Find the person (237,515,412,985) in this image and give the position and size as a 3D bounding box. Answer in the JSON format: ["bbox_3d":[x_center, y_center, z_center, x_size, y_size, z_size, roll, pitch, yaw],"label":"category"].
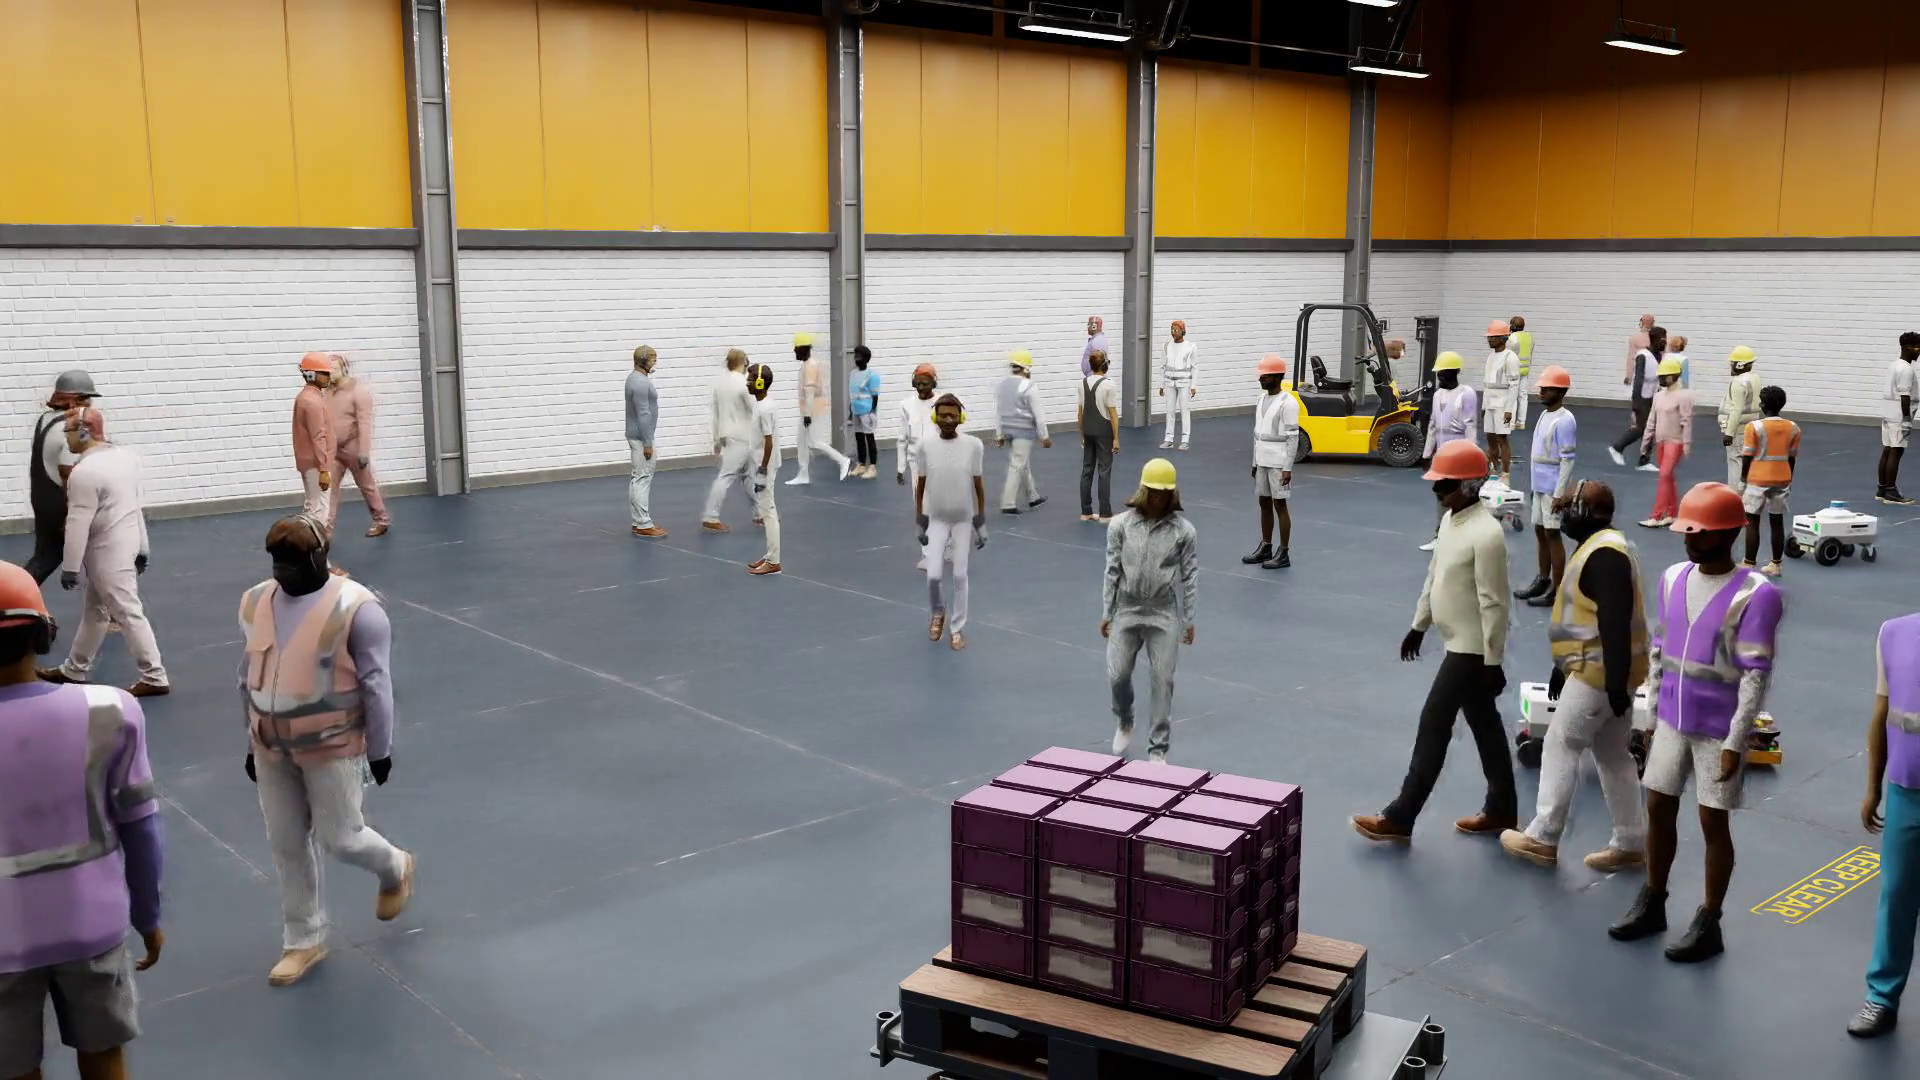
[{"bbox_3d":[-2.532,0.789,6.605,0.631,1.825,0.650,2,10,14],"label":"person"}]

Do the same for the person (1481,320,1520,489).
[{"bbox_3d":[6.474,-1.627,20.108,0.391,2.040,0.615,-2,10,-13],"label":"person"}]

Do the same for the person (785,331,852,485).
[{"bbox_3d":[-1.760,-1.610,20.411,0.737,1.903,0.600,-2,10,-13],"label":"person"}]

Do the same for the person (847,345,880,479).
[{"bbox_3d":[-1.231,-1.625,21.106,0.317,1.695,0.538,-8,13,-40],"label":"person"}]

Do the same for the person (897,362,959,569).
[{"bbox_3d":[-0.282,-0.659,14.940,0.604,1.867,0.430,4,11,23],"label":"person"}]

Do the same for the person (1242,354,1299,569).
[{"bbox_3d":[2.802,-0.707,15.025,0.371,1.935,0.551,-5,11,-25],"label":"person"}]

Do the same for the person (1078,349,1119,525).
[{"bbox_3d":[1.462,-1.080,17.479,0.507,1.847,0.345,9,13,42],"label":"person"}]

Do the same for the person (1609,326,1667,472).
[{"bbox_3d":[8.936,-1.854,21.823,0.626,1.907,0.564,-8,12,-37],"label":"person"}]

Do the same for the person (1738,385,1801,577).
[{"bbox_3d":[7.066,-0.506,14.562,0.533,1.694,0.317,-2,10,-12],"label":"person"}]

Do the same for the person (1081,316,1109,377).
[{"bbox_3d":[2.040,-2.445,25.295,0.409,1.907,0.651,2,10,10],"label":"person"}]

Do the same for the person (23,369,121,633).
[{"bbox_3d":[-6.643,-0.278,12.211,0.686,2.000,0.946,8,12,38],"label":"person"}]

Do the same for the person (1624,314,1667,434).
[{"bbox_3d":[10.794,-2.612,26.270,0.652,1.906,0.402,-2,10,-9],"label":"person"}]

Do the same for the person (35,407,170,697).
[{"bbox_3d":[-5.541,0.093,10.583,0.965,1.858,0.654,-1,10,-7],"label":"person"}]

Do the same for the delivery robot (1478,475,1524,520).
[{"bbox_3d":[5.499,-0.432,17.185,0.477,0.478,0.707,-3,10,-17],"label":"delivery robot"}]

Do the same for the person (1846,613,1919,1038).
[{"bbox_3d":[3.482,0.913,5.844,0.385,1.838,0.567,-8,12,-39],"label":"person"}]

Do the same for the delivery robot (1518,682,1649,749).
[{"bbox_3d":[3.455,0.937,9.169,0.707,0.478,0.477,3,10,17],"label":"delivery robot"}]

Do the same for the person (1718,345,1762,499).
[{"bbox_3d":[8.619,-1.238,18.439,0.403,1.835,0.586,9,13,42],"label":"person"}]

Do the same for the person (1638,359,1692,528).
[{"bbox_3d":[7.231,-0.992,17.221,0.667,1.743,0.552,-2,10,-13],"label":"person"}]

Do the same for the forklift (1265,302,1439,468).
[{"bbox_3d":[5.320,-2.157,22.763,2.313,2.155,1.214,3,10,16],"label":"forklift"}]

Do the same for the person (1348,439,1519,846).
[{"bbox_3d":[2.299,0.493,7.970,0.962,1.952,0.642,1,10,5],"label":"person"}]

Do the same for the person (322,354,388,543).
[{"bbox_3d":[-6.067,-0.904,16.432,0.659,1.860,0.980,4,10,22],"label":"person"}]

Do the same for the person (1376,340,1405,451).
[{"bbox_3d":[6.275,-2.060,23.877,0.603,1.603,0.525,3,10,17],"label":"person"}]

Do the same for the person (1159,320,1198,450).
[{"bbox_3d":[3.170,-2.249,24.208,0.583,1.882,0.338,6,11,32],"label":"person"}]

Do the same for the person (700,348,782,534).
[{"bbox_3d":[-2.285,-1.014,17.031,0.986,1.877,0.644,-6,12,-33],"label":"person"}]

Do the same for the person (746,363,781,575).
[{"bbox_3d":[-1.756,-0.625,14.740,0.313,1.874,0.519,-1,10,-4],"label":"person"}]

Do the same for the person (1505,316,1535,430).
[{"bbox_3d":[8.998,-2.699,26.968,0.619,1.845,0.430,-6,11,-31],"label":"person"}]

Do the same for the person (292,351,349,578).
[{"bbox_3d":[-5.591,-0.645,14.502,0.391,1.990,0.621,-6,11,-30],"label":"person"}]

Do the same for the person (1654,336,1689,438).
[{"bbox_3d":[10.669,-2.235,24.857,0.389,1.625,0.537,-3,10,-16],"label":"person"}]

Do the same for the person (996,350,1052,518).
[{"bbox_3d":[0.750,-1.157,18.071,0.850,1.797,0.604,-6,12,-33],"label":"person"}]

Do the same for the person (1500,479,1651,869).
[{"bbox_3d":[2.874,0.626,7.693,0.732,1.793,0.678,4,11,25],"label":"person"}]

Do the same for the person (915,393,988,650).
[{"bbox_3d":[-0.056,-0.126,11.889,0.526,1.856,0.391,0,10,1],"label":"person"}]

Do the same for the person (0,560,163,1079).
[{"bbox_3d":[-2.488,1.051,4.473,0.629,2.031,0.435,-7,12,-35],"label":"person"}]

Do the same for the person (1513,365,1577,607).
[{"bbox_3d":[4.738,-0.434,13.410,0.340,1.941,0.551,0,10,-2],"label":"person"}]

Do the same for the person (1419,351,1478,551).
[{"bbox_3d":[4.647,-0.828,15.793,0.423,1.916,0.635,-3,10,-19],"label":"person"}]

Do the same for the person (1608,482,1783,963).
[{"bbox_3d":[2.957,0.726,6.656,0.383,1.935,0.554,-5,11,-27],"label":"person"}]

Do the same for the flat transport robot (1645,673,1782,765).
[{"bbox_3d":[4.359,1.012,9.833,0.652,0.197,1.431,3,10,15],"label":"flat transport robot"}]

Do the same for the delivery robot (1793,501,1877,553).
[{"bbox_3d":[8.072,-0.118,15.345,0.707,0.478,0.477,-3,10,-14],"label":"delivery robot"}]

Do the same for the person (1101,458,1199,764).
[{"bbox_3d":[1.033,0.411,9.064,0.529,1.731,0.482,1,10,5],"label":"person"}]

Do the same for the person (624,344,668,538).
[{"bbox_3d":[-3.174,-0.991,16.701,0.373,1.935,0.628,-3,10,-18],"label":"person"}]

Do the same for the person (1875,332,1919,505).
[{"bbox_3d":[10.725,-1.394,18.977,0.373,1.960,0.601,3,10,15],"label":"person"}]
